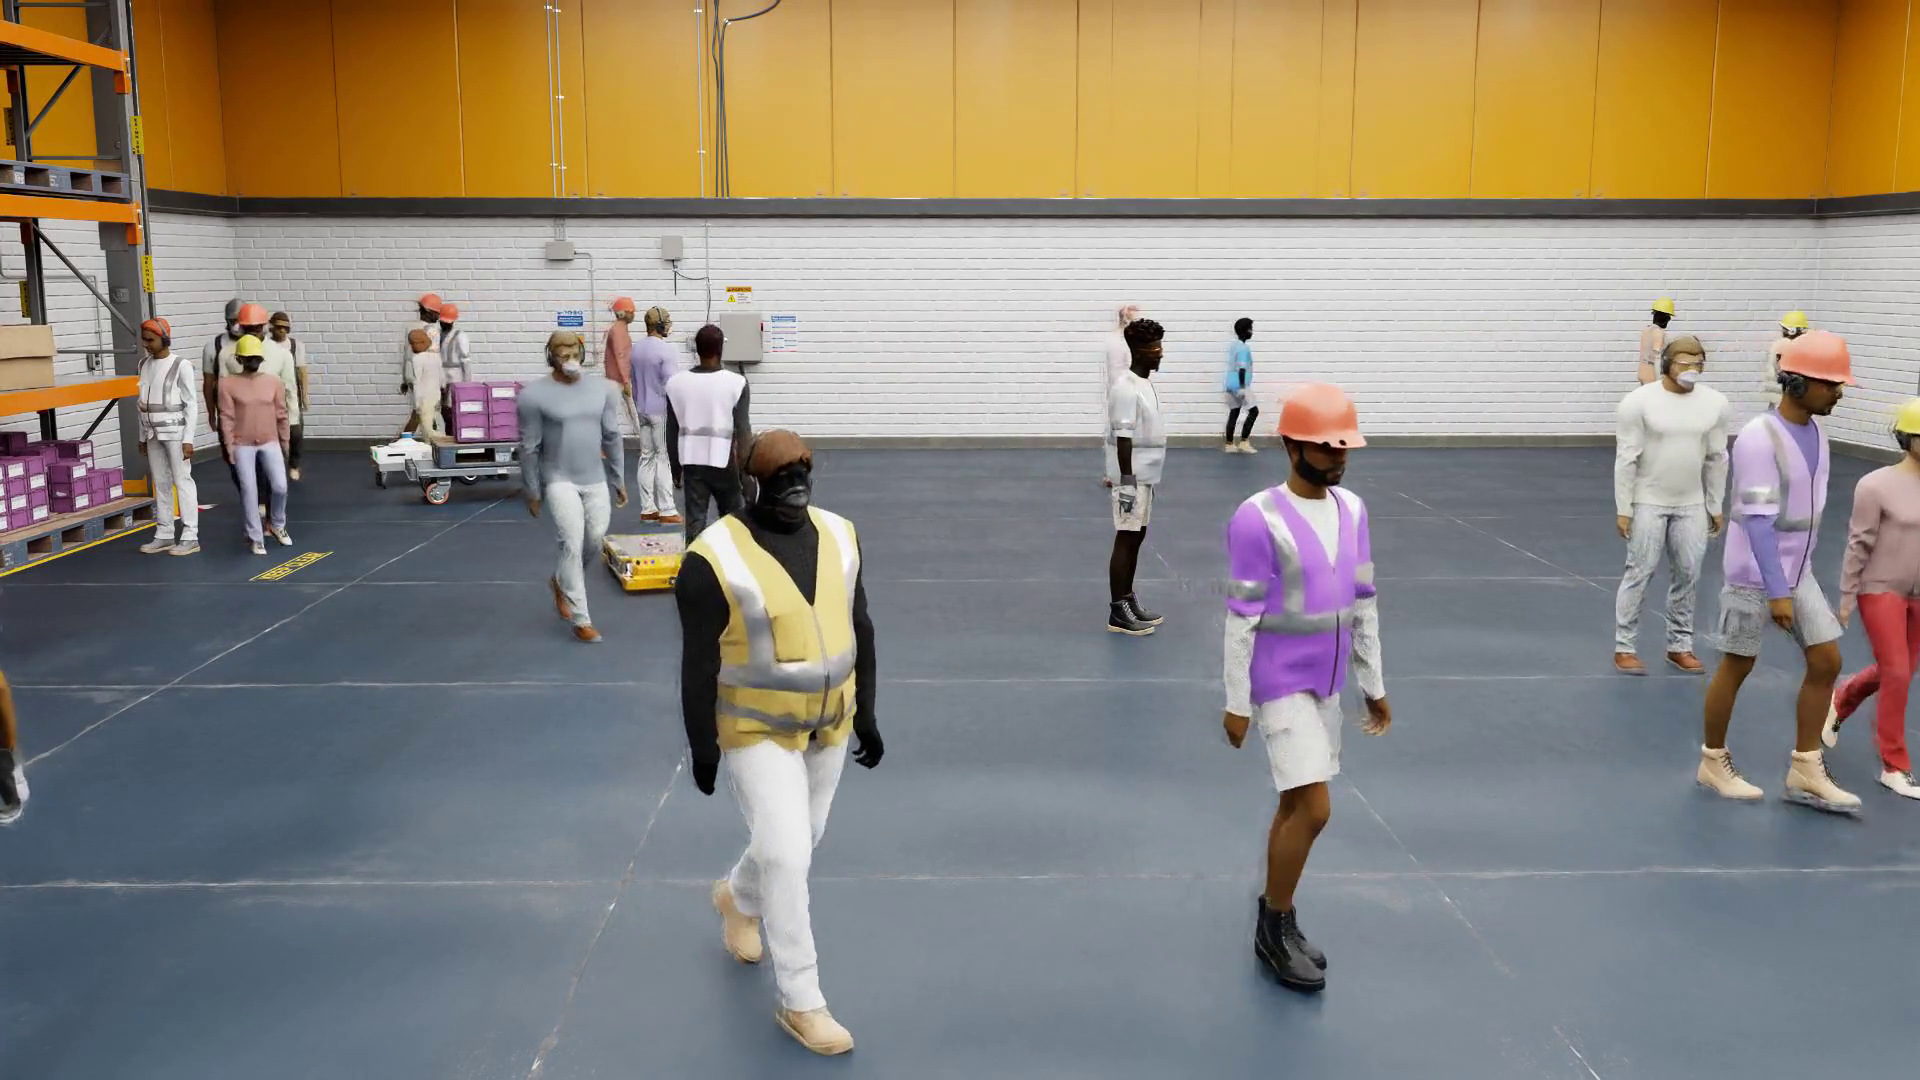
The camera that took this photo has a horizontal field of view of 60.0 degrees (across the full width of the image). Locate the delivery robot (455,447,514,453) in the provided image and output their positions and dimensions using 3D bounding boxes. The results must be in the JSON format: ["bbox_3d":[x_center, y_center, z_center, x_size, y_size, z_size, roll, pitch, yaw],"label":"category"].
[{"bbox_3d":[-5.123,-0.937,17.712,0.707,0.478,0.477,-9,13,-43],"label":"delivery robot"}]

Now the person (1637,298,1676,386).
[{"bbox_3d":[8.260,-1.905,19.766,0.381,1.918,0.585,1,9,6],"label":"person"}]

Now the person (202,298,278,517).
[{"bbox_3d":[-6.625,-1.257,15.418,0.694,2.000,0.791,-2,10,-14],"label":"person"}]

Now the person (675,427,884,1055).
[{"bbox_3d":[-0.579,0.546,5.081,0.613,1.815,0.890,-8,12,-41],"label":"person"}]

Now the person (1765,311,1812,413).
[{"bbox_3d":[8.649,-1.476,17.407,0.403,1.827,0.600,1,9,8],"label":"person"}]

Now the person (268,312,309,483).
[{"bbox_3d":[-7.107,-1.470,17.404,0.551,1.816,0.502,-5,10,-27],"label":"person"}]

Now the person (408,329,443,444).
[{"bbox_3d":[-5.852,-1.548,18.559,0.676,1.612,0.529,2,9,10],"label":"person"}]

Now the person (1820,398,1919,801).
[{"bbox_3d":[4.100,0.208,7.379,0.535,1.733,0.777,-2,9,-10],"label":"person"}]

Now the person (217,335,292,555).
[{"bbox_3d":[-5.575,-0.747,13.190,0.528,1.753,0.372,-6,11,-33],"label":"person"}]

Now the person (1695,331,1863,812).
[{"bbox_3d":[3.435,0.150,6.872,0.627,2.008,0.793,-5,11,-30],"label":"person"}]

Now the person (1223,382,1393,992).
[{"bbox_3d":[1.136,0.464,5.262,0.544,1.919,0.577,-8,12,-39],"label":"person"}]

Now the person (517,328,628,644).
[{"bbox_3d":[-2.424,-0.355,10.305,0.638,1.915,0.821,-7,12,-37],"label":"person"}]

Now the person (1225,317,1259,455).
[{"bbox_3d":[3.465,-1.859,20.226,0.498,1.679,0.537,-1,9,-6],"label":"person"}]

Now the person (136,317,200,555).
[{"bbox_3d":[-6.304,-0.819,13.205,0.573,1.887,0.355,4,10,23],"label":"person"}]

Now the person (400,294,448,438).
[{"bbox_3d":[-6.244,-1.857,19.306,0.640,1.981,0.943,9,13,44],"label":"person"}]

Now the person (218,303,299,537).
[{"bbox_3d":[-5.881,-0.987,13.939,0.643,1.979,0.516,-2,10,-14],"label":"person"}]

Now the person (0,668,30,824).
[{"bbox_3d":[-2.805,0.636,4.463,0.528,1.836,0.916,-6,11,-33],"label":"person"}]

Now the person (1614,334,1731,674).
[{"bbox_3d":[3.938,-0.185,9.259,0.643,1.917,0.431,-1,9,-4],"label":"person"}]

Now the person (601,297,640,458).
[{"bbox_3d":[-4.040,-1.933,19.901,1.040,1.938,0.652,0,9,-1],"label":"person"}]

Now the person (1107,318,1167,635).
[{"bbox_3d":[1.106,-0.402,10.406,0.361,1.963,0.612,3,10,18],"label":"person"}]

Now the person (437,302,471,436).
[{"bbox_3d":[-5.961,-1.846,19.517,0.442,1.894,0.597,-9,13,-43],"label":"person"}]

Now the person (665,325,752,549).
[{"bbox_3d":[-1.683,-0.521,11.389,0.619,1.876,0.938,1,9,6],"label":"person"}]

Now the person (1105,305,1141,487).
[{"bbox_3d":[1.718,-1.466,17.162,0.445,1.894,0.641,4,10,25],"label":"person"}]

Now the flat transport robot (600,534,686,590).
[{"bbox_3d":[-2.242,0.137,12.284,0.652,0.197,1.431,-3,10,-19],"label":"flat transport robot"}]

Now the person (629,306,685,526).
[{"bbox_3d":[-2.664,-1.089,14.703,0.630,1.940,0.372,9,13,44],"label":"person"}]

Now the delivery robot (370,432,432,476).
[{"bbox_3d":[-5.776,-0.881,17.370,0.707,0.478,0.477,-4,10,-24],"label":"delivery robot"}]
